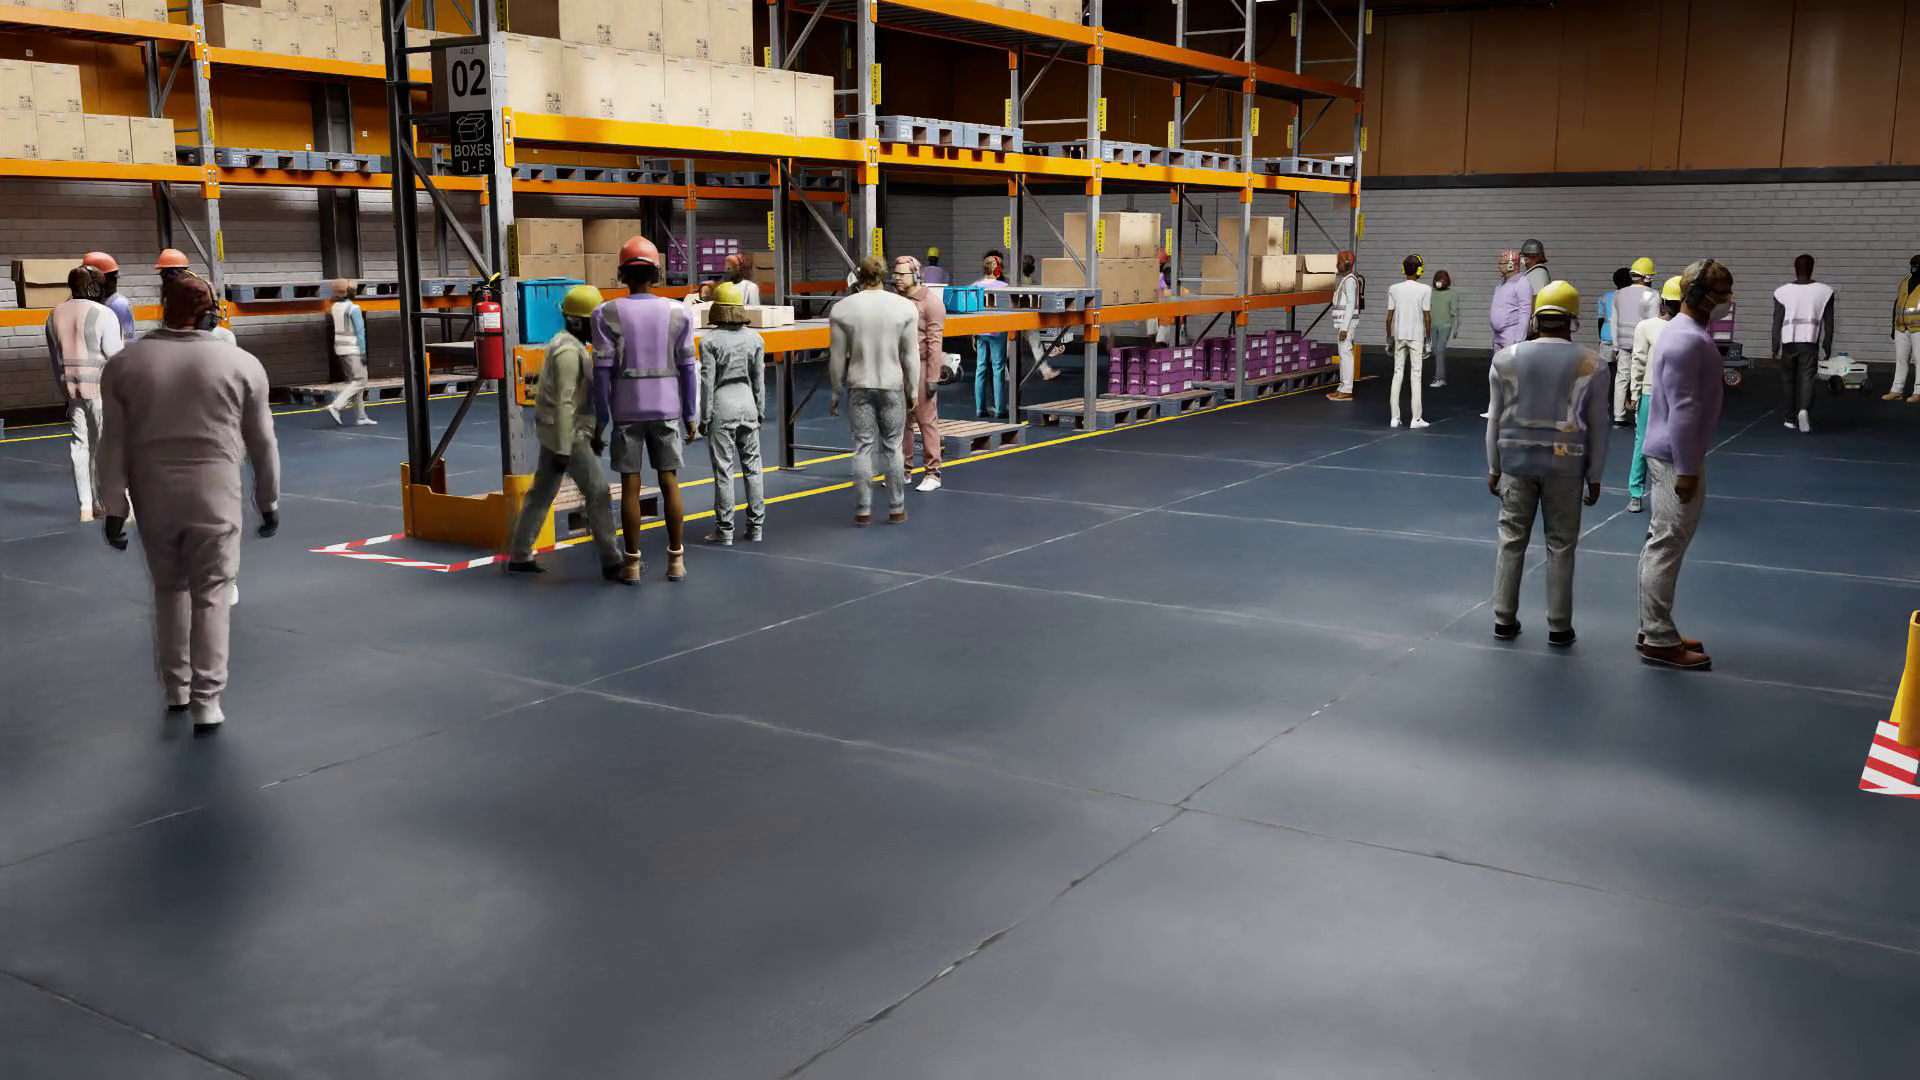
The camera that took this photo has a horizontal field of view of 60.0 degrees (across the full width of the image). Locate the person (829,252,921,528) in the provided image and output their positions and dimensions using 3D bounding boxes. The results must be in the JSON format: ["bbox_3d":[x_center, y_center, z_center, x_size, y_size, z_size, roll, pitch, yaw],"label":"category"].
[{"bbox_3d":[-0.592,-1.050,11.739,0.636,1.936,0.374,0,10,-1],"label":"person"}]

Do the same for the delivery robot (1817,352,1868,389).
[{"bbox_3d":[11.579,-2.229,21.841,0.477,0.478,0.707,-1,10,-3],"label":"delivery robot"}]

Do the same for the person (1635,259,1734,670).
[{"bbox_3d":[3.454,-0.365,7.953,0.370,1.934,0.627,4,11,21],"label":"person"}]

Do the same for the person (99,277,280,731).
[{"bbox_3d":[-3.216,-0.155,6.990,0.664,1.864,0.777,-2,11,-13],"label":"person"}]

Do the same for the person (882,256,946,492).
[{"bbox_3d":[-0.410,-1.343,13.490,0.636,1.899,0.396,9,14,41],"label":"person"}]

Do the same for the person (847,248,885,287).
[{"bbox_3d":[-1.091,-2.659,20.357,0.614,2.041,0.366,9,13,40],"label":"person"}]

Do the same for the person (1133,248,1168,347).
[{"bbox_3d":[2.853,-3.327,24.443,0.585,1.895,0.824,5,11,26],"label":"person"}]

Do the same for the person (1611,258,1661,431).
[{"bbox_3d":[7.228,-2.081,17.736,0.403,1.835,0.586,-6,12,-31],"label":"person"}]

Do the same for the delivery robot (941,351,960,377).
[{"bbox_3d":[-0.369,-2.521,23.457,0.707,0.478,0.477,4,11,19],"label":"delivery robot"}]

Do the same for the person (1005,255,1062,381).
[{"bbox_3d":[1.020,-3.166,23.837,0.820,1.807,0.633,6,12,31],"label":"person"}]

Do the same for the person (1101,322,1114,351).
[{"bbox_3d":[2.519,-4.321,29.800,0.618,1.968,0.813,-3,11,-17],"label":"person"}]

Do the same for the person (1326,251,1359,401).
[{"bbox_3d":[4.862,-2.704,21.050,0.355,1.884,0.576,1,10,8],"label":"person"}]

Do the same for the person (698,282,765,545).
[{"bbox_3d":[-1.531,-0.839,11.106,0.492,1.743,0.296,-8,13,-37],"label":"person"}]

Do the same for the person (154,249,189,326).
[{"bbox_3d":[-7.231,-1.724,15.467,0.377,1.938,0.547,-2,10,-12],"label":"person"}]

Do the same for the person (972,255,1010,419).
[{"bbox_3d":[0.353,-2.295,18.886,0.567,1.846,0.389,6,12,31],"label":"person"}]

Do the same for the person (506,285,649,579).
[{"bbox_3d":[-2.339,-0.631,9.895,0.848,1.776,0.617,-3,11,-16],"label":"person"}]

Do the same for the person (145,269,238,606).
[{"bbox_3d":[-4.228,-0.552,9.170,0.510,1.870,0.328,-1,10,-7],"label":"person"}]

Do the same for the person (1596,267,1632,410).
[{"bbox_3d":[7.864,-2.401,19.875,0.317,1.698,0.540,-8,13,-37],"label":"person"}]

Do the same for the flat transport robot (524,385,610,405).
[{"bbox_3d":[-4.870,-1.837,20.708,1.431,0.197,0.652,-7,12,-32],"label":"flat transport robot"}]

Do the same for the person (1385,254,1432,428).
[{"bbox_3d":[4.858,-2.148,18.004,0.521,1.873,0.335,8,13,37],"label":"person"}]

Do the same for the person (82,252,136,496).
[{"bbox_3d":[-6.654,-1.286,13.071,0.372,1.928,0.543,-7,13,-35],"label":"person"}]

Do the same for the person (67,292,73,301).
[{"bbox_3d":[-7.611,-1.406,14.551,0.498,1.633,0.283,1,10,6],"label":"person"}]

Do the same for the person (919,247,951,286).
[{"bbox_3d":[-0.438,-3.879,27.530,0.611,1.890,0.869,0,10,2],"label":"person"}]

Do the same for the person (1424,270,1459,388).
[{"bbox_3d":[6.544,-2.891,22.867,0.694,1.607,0.504,-8,13,-39],"label":"person"}]

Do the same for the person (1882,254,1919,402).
[{"bbox_3d":[11.954,-2.646,20.849,0.429,1.844,0.623,-5,11,-24],"label":"person"}]

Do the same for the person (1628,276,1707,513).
[{"bbox_3d":[5.235,-1.064,12.316,0.524,1.759,0.328,2,10,9],"label":"person"}]

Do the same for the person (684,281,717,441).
[{"bbox_3d":[-2.537,-1.793,16.753,0.539,1.605,0.736,3,11,18],"label":"person"}]

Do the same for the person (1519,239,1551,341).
[{"bbox_3d":[7.137,-2.760,20.923,0.535,2.000,0.684,4,11,20],"label":"person"}]

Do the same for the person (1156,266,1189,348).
[{"bbox_3d":[3.012,-3.043,23.564,0.534,1.657,0.860,6,12,30],"label":"person"}]

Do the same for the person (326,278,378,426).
[{"bbox_3d":[-6.604,-2.015,17.961,0.530,1.618,0.611,8,13,39],"label":"person"}]

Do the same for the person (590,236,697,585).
[{"bbox_3d":[-1.861,-0.754,9.803,0.614,2.040,0.375,-4,11,-21],"label":"person"}]

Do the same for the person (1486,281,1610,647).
[{"bbox_3d":[2.934,-0.376,8.336,0.586,1.824,0.404,5,12,28],"label":"person"}]

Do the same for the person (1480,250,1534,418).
[{"bbox_3d":[6.148,-2.287,18.688,0.399,1.905,0.643,-1,10,-7],"label":"person"}]

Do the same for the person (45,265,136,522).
[{"bbox_3d":[-6.188,-1.037,11.934,0.624,1.844,0.429,3,11,18],"label":"person"}]

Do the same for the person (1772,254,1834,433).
[{"bbox_3d":[8.951,-2.094,17.699,0.595,1.888,0.941,5,11,25],"label":"person"}]

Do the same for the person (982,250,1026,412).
[{"bbox_3d":[0.470,-2.410,19.360,0.630,1.907,0.873,0,10,2],"label":"person"}]

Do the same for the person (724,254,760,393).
[{"bbox_3d":[-2.432,-2.220,18.419,0.435,1.869,0.580,-9,14,-41],"label":"person"}]
